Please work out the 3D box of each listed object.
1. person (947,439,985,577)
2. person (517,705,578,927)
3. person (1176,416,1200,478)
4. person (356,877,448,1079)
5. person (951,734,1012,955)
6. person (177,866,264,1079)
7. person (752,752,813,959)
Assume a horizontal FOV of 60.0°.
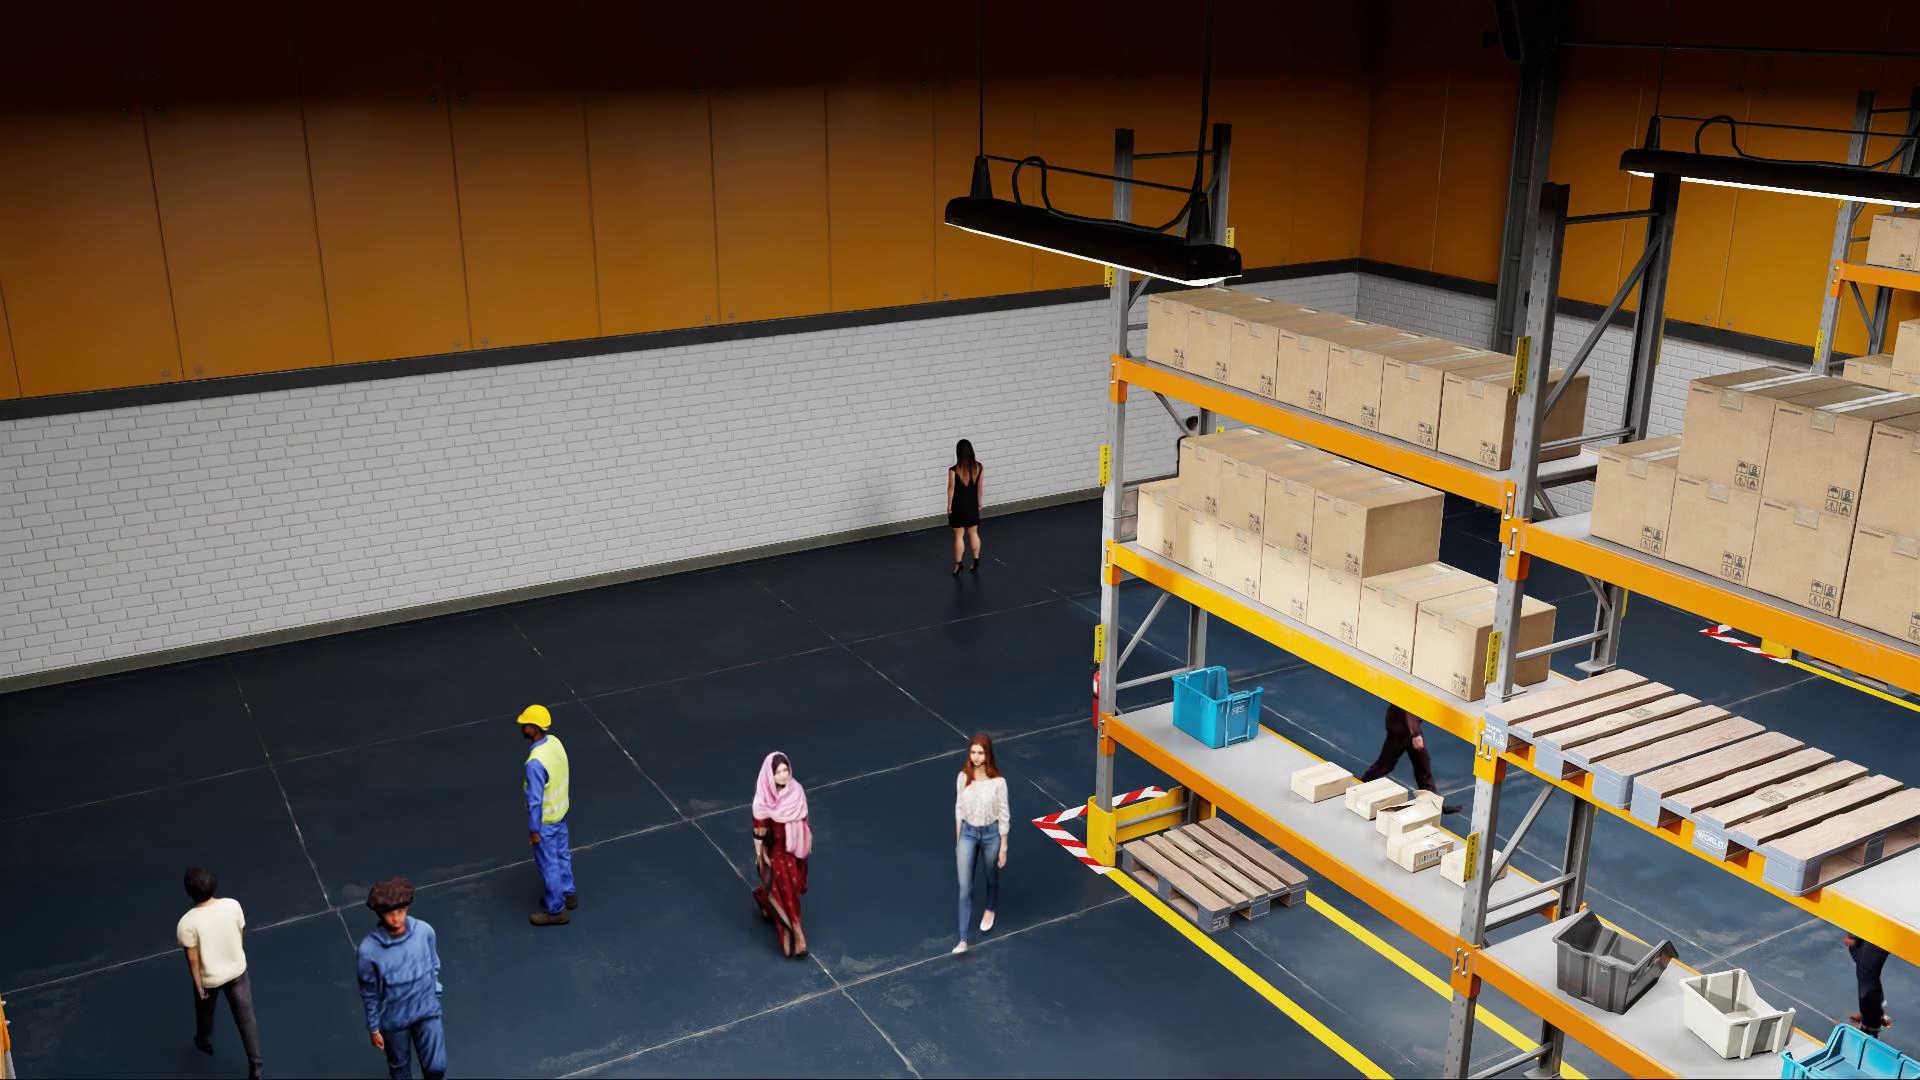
[{"bbox_3d":[0.069,-0.400,20.542,0.623,1.712,0.581,-10,21,-27],"label":"person"},{"bbox_3d":[-3.202,2.115,12.920,0.813,1.812,0.721,2,19,7],"label":"person"},{"bbox_3d":[2.909,-0.716,21.437,1.083,1.741,0.916,16,25,40],"label":"person"},{"bbox_3d":[-3.539,2.928,10.536,0.684,1.792,0.753,-11,22,-30],"label":"person"},{"bbox_3d":[0.190,2.255,12.692,1.050,1.691,1.113,5,19,14],"label":"person"},{"bbox_3d":[-4.836,2.909,10.971,0.756,1.549,1.059,-17,25,-40],"label":"person"},{"bbox_3d":[-1.374,2.330,12.590,0.731,1.614,1.010,-15,23,-37],"label":"person"}]
